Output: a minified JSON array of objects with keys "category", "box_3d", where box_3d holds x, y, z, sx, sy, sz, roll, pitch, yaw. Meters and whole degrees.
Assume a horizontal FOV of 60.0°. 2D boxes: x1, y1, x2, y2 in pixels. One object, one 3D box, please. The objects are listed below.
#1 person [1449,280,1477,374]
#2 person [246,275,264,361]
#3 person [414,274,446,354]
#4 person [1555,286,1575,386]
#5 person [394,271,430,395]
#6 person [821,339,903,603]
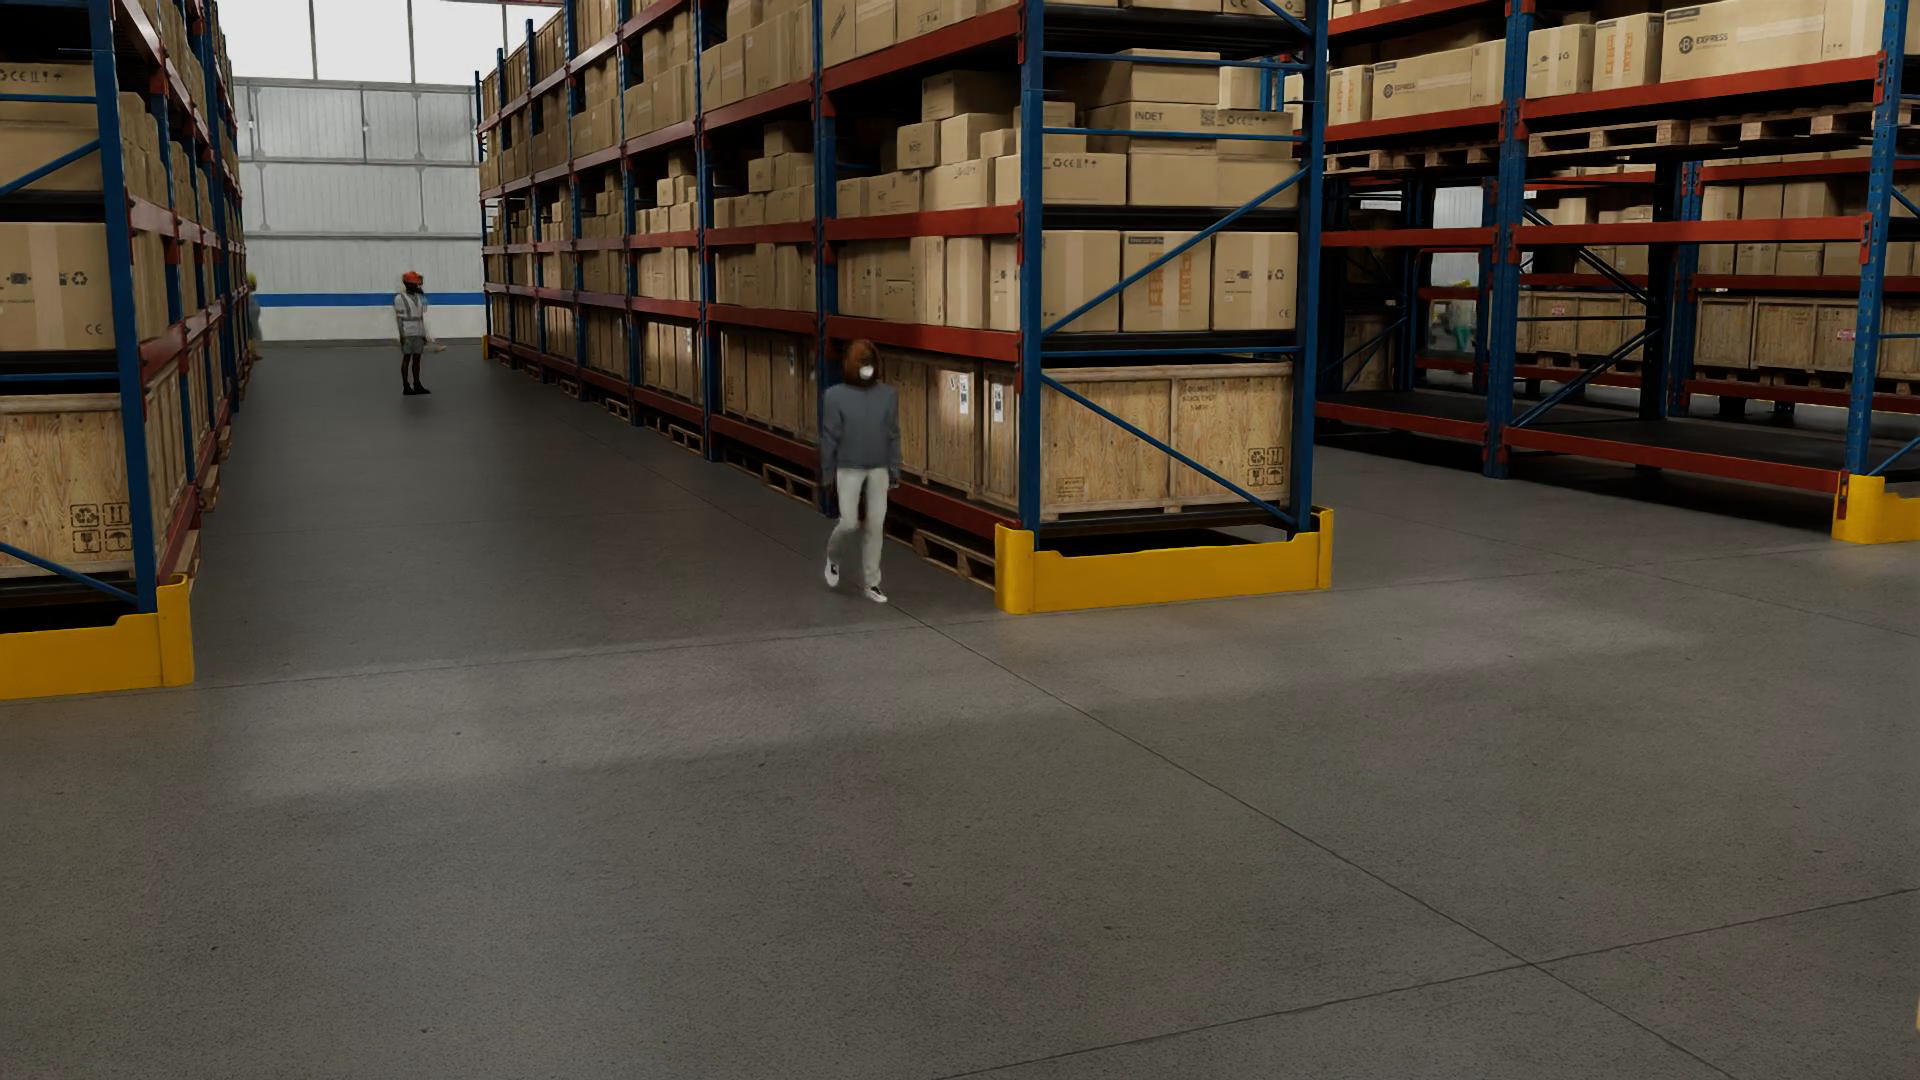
[{"category":"person","box_3d":[9.366,-3.925,30.740,0.547,1.741,0.711,-4,10,-23]},{"category":"person","box_3d":[-14.868,-4.662,34.956,0.474,1.812,0.617,-4,10,-25]},{"category":"person","box_3d":[-12.120,-5.092,37.573,0.901,1.802,0.654,-7,12,-38]},{"category":"person","box_3d":[10.316,-3.598,28.064,0.396,1.992,0.623,0,9,-2]},{"category":"person","box_3d":[-8.598,-3.249,26.137,0.355,1.940,0.542,5,10,25]},{"category":"person","box_3d":[-0.621,-0.428,10.204,0.511,1.622,0.457,-5,11,-26]}]
